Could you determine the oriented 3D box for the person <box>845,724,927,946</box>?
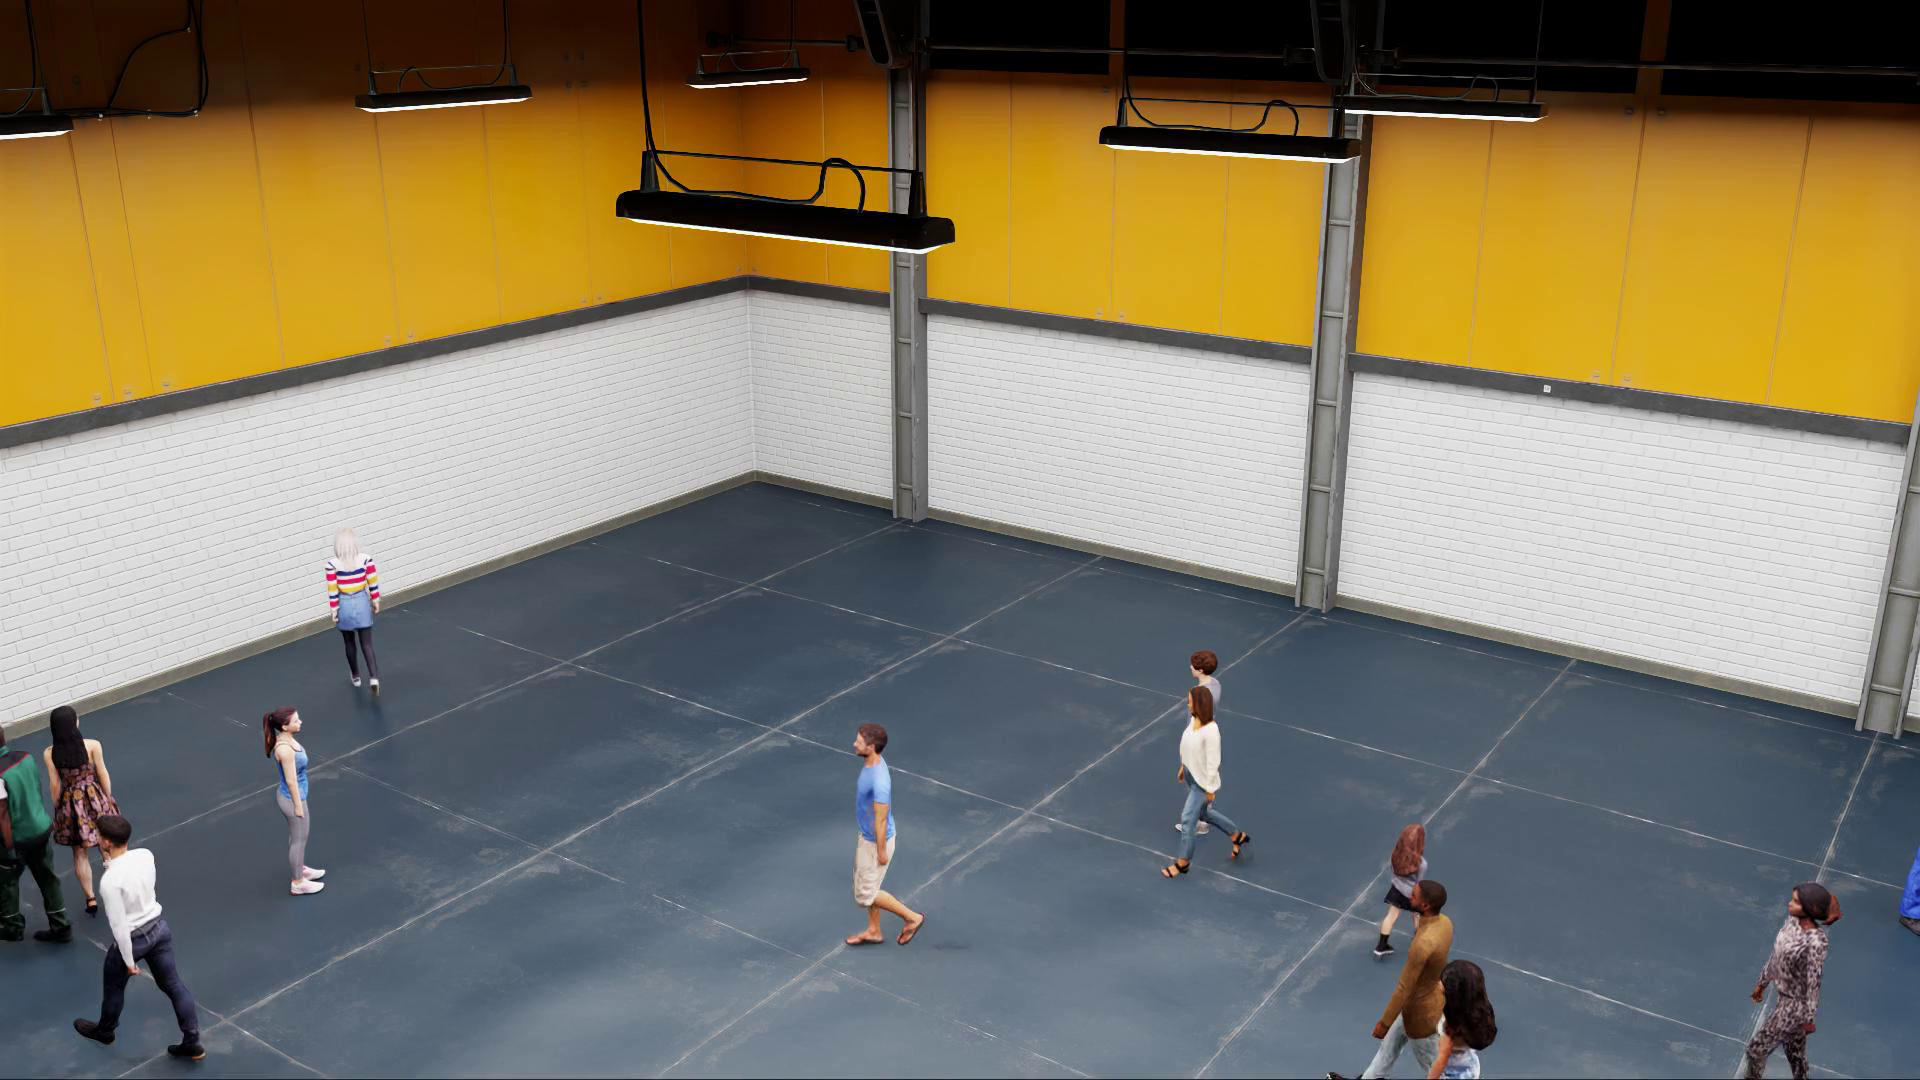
[{"bbox_3d":[-0.561,2.243,12.561,0.980,1.849,0.904,-2,19,-5],"label":"person"}]

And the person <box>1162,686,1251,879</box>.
[{"bbox_3d":[2.063,1.976,13.672,1.081,1.646,1.011,-3,19,-8],"label":"person"}]

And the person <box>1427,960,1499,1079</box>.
[{"bbox_3d":[3.035,3.260,9.950,0.974,1.587,0.680,8,20,23],"label":"person"}]

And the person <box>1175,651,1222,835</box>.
[{"bbox_3d":[2.108,1.732,14.389,0.601,1.651,0.629,7,20,20],"label":"person"}]

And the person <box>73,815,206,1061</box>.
[{"bbox_3d":[-5.440,2.715,11.199,1.269,1.823,0.835,7,20,19],"label":"person"}]

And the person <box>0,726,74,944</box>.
[{"bbox_3d":[-7.015,2.250,12.616,1.057,1.800,0.952,0,19,1],"label":"person"}]

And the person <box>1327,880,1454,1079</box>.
[{"bbox_3d":[2.981,3.001,10.433,1.165,1.770,0.770,9,21,24],"label":"person"}]

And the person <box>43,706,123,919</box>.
[{"bbox_3d":[-6.863,2.121,13.039,0.797,1.774,0.837,-8,20,-22],"label":"person"}]

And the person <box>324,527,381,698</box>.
[{"bbox_3d":[-6.199,0.757,17.077,0.978,1.782,1.190,-10,21,-26],"label":"person"}]

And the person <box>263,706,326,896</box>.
[{"bbox_3d":[-5.376,2.081,13.420,0.703,1.608,0.615,-8,20,-23],"label":"person"}]

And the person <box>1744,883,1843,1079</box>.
[{"bbox_3d":[5.414,2.979,10.627,0.987,1.689,0.820,3,19,9],"label":"person"}]

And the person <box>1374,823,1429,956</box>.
[{"bbox_3d":[3.333,2.649,12.557,0.678,1.082,0.774,-14,23,-35],"label":"person"}]
